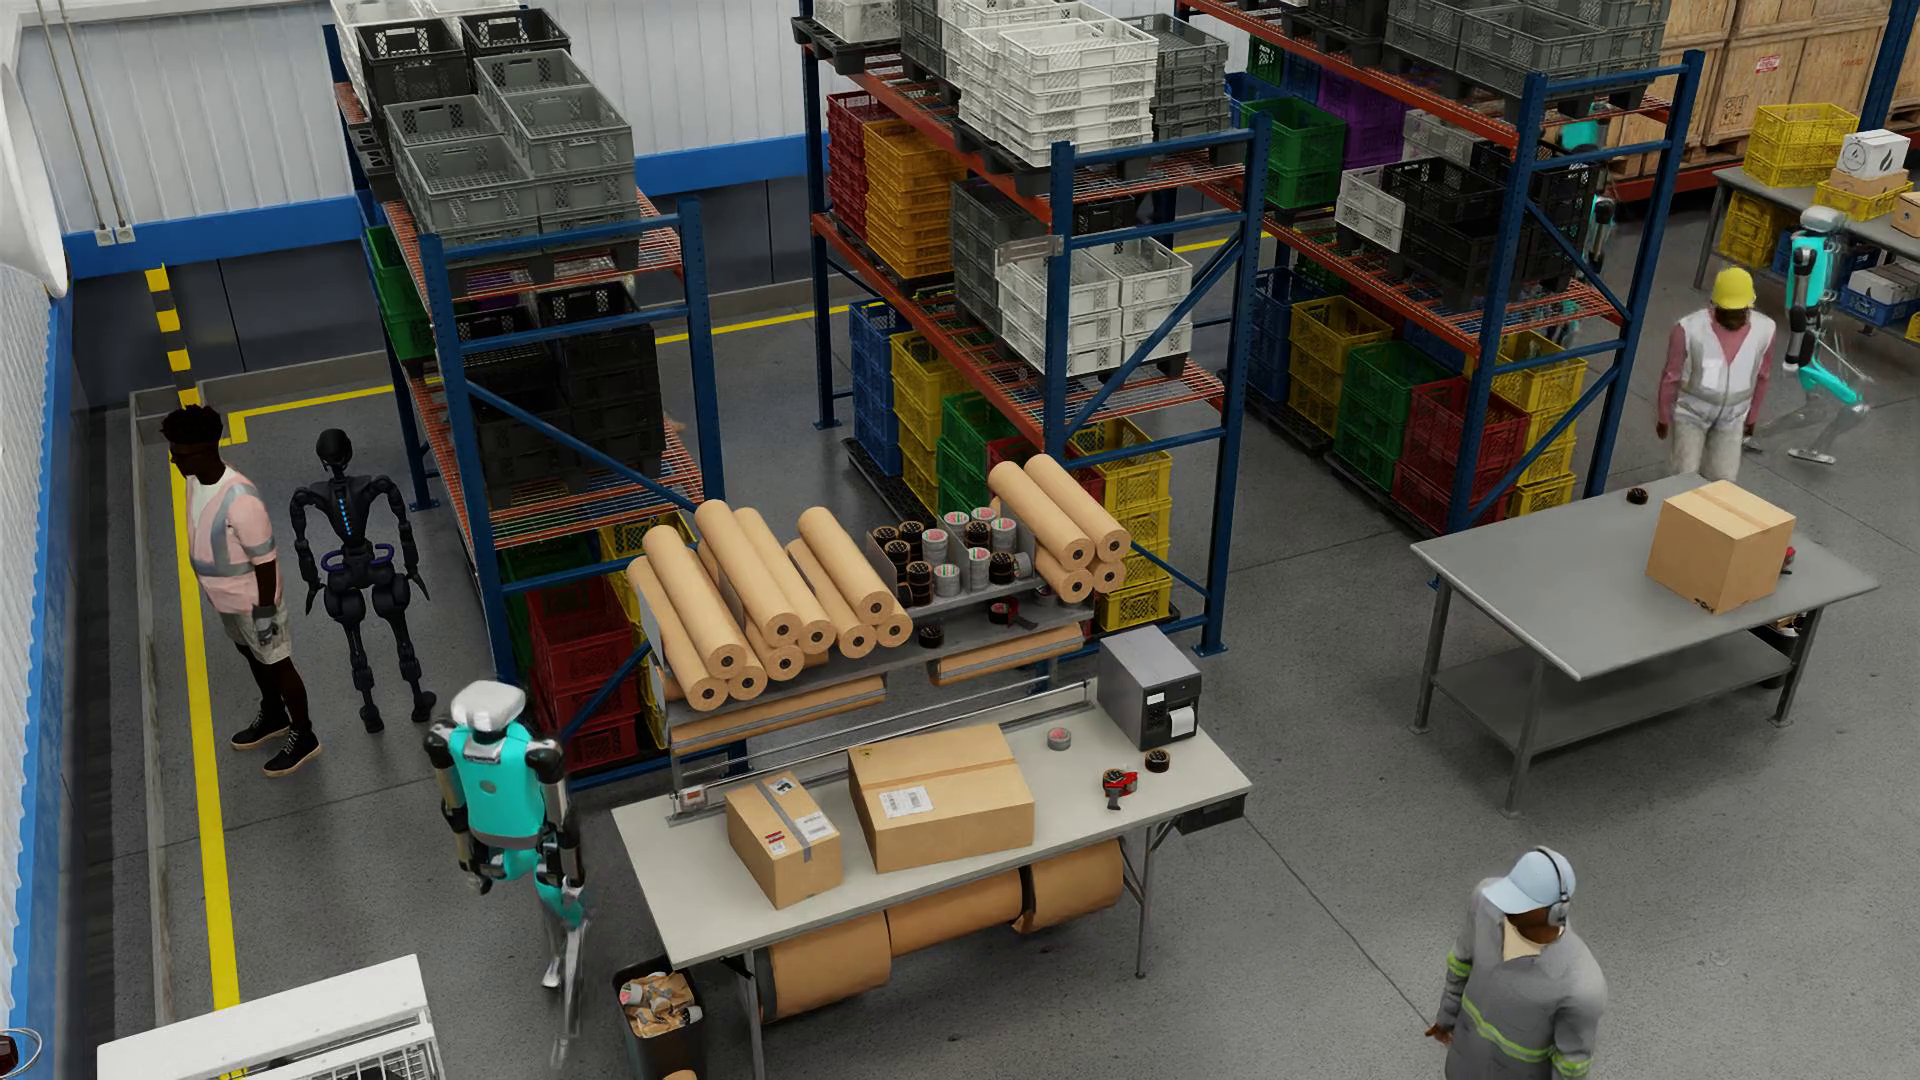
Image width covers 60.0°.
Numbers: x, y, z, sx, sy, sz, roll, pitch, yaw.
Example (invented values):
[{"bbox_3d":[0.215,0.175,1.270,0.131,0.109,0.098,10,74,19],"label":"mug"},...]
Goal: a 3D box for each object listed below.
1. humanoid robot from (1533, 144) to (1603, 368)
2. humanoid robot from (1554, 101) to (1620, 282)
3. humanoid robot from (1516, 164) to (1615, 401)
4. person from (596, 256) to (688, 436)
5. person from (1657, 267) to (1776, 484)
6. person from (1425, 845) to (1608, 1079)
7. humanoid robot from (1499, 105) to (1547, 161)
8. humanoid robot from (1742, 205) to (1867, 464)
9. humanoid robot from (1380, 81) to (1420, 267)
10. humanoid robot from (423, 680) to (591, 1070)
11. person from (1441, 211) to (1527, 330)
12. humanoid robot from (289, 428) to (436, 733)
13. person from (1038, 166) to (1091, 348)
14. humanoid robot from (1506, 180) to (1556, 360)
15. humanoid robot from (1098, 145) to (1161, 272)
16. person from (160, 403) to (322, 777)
[{"bbox_3d":[4.369,-2.045,11.944,0.334,1.654,0.589,6,32,9],"label":"humanoid robot"},{"bbox_3d":[5.066,-2.880,13.256,0.787,1.784,0.532,-14,34,-21],"label":"humanoid robot"},{"bbox_3d":[4.150,-1.789,11.483,0.530,1.782,0.751,16,35,24],"label":"humanoid robot"},{"bbox_3d":[-2.380,-1.500,10.963,0.979,1.785,0.701,0,32,1],"label":"person"},{"bbox_3d":[4.372,-0.749,9.719,0.612,1.805,0.437,3,32,5],"label":"person"},{"bbox_3d":[1.805,1.761,5.616,0.399,1.852,0.590,-14,34,-21],"label":"person"},{"bbox_3d":[3.917,-2.491,12.563,0.547,1.750,0.678,-21,37,-30],"label":"humanoid robot"},{"bbox_3d":[5.468,-1.227,10.556,0.967,1.742,0.531,18,36,26],"label":"humanoid robot"},{"bbox_3d":[3.531,-2.892,13.321,0.446,1.644,0.584,3,32,5],"label":"humanoid robot"},{"bbox_3d":[-1.677,1.203,6.643,0.536,1.794,0.835,6,32,9],"label":"humanoid robot"},{"bbox_3d":[3.521,-1.733,11.259,0.616,1.869,0.449,-6,32,-10],"label":"person"},{"bbox_3d":[-2.980,0.202,8.285,0.599,1.657,0.315,-9,33,-14],"label":"humanoid robot"},{"bbox_3d":[0.720,-2.309,12.031,0.376,2.040,0.613,16,35,24],"label":"person"},{"bbox_3d":[3.743,-1.691,11.381,0.612,1.644,0.474,26,40,35],"label":"humanoid robot"},{"bbox_3d":[1.230,-2.188,12.181,0.338,1.657,0.599,-28,41,-37],"label":"humanoid robot"},{"bbox_3d":[-3.447,0.239,7.964,0.609,1.965,0.364,26,40,36],"label":"person"}]
